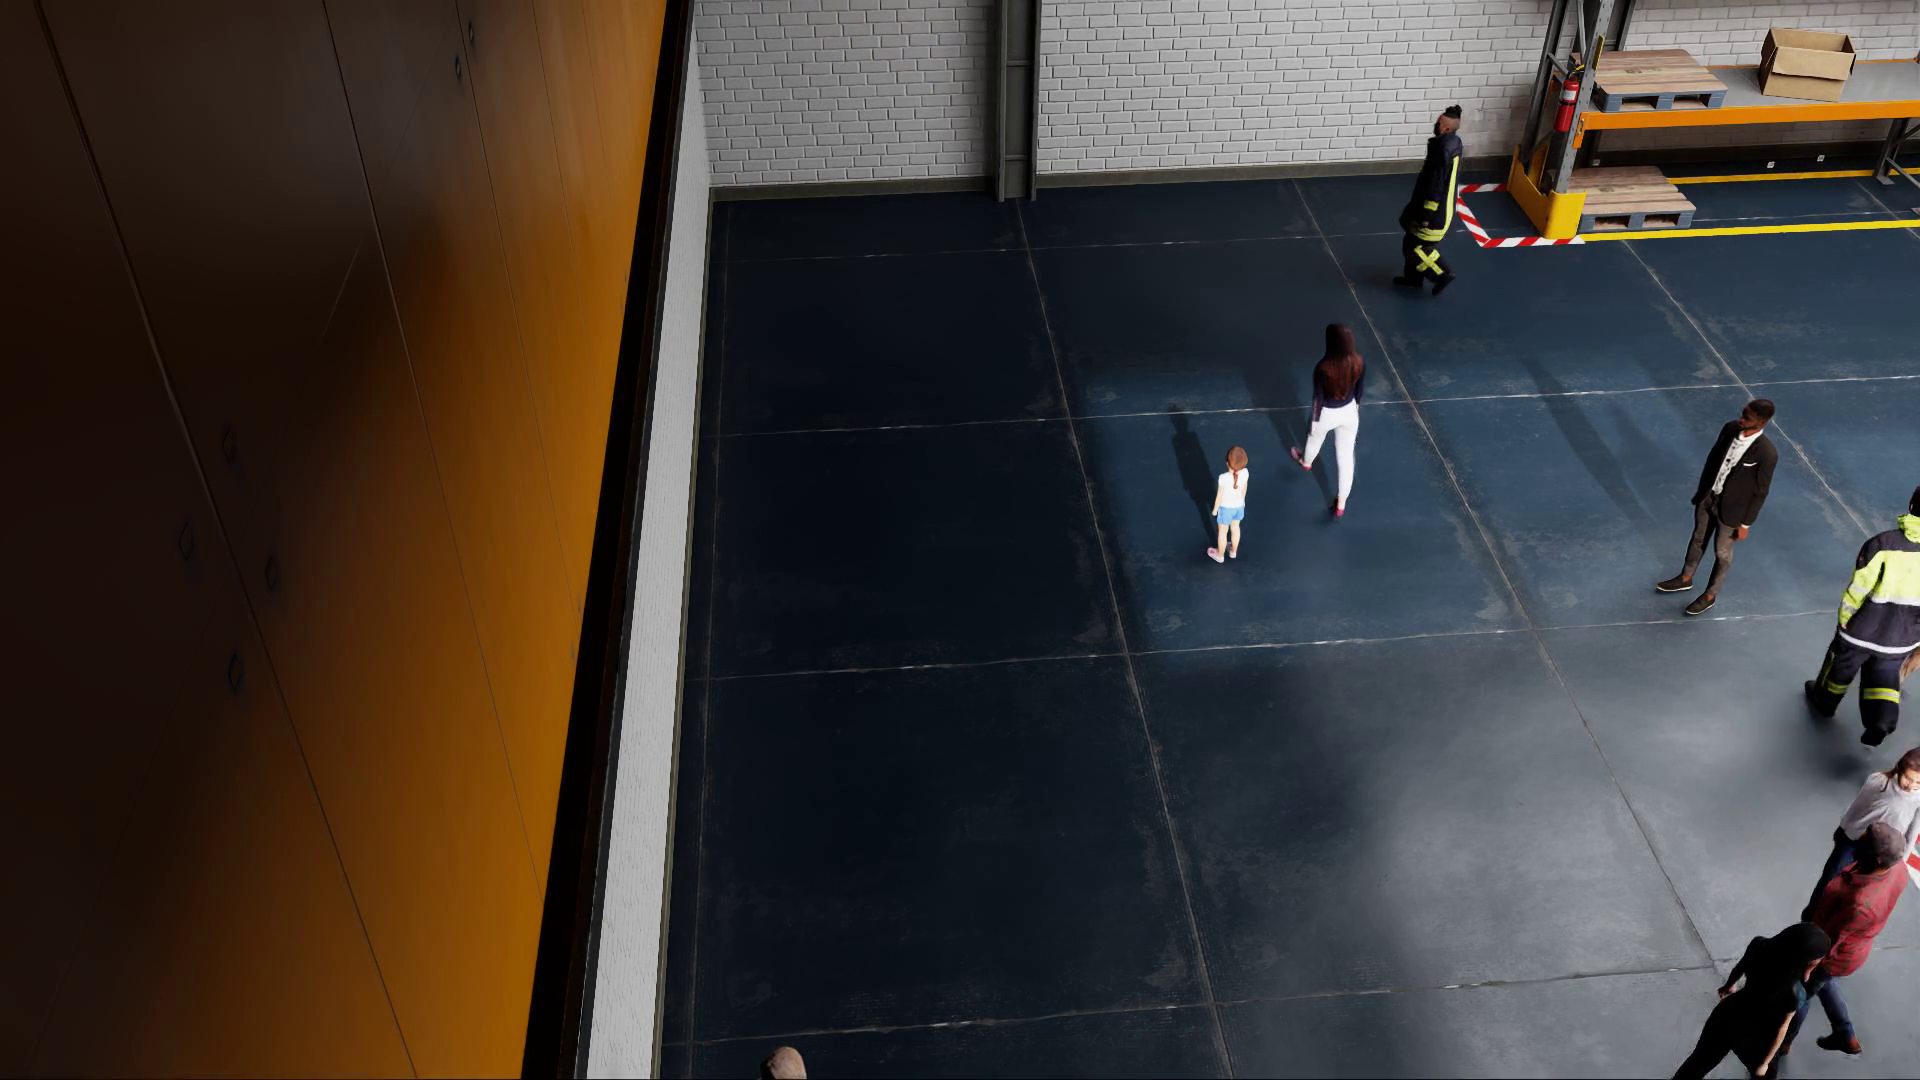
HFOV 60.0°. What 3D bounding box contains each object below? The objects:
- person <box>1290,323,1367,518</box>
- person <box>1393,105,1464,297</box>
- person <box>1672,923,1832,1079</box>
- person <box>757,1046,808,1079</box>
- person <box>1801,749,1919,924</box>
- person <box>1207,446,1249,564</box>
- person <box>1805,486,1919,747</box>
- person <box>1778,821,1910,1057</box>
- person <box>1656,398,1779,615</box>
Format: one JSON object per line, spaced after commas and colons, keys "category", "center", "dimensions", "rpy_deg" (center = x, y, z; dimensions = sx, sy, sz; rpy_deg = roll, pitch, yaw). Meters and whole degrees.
{"category": "person", "center": [2.910, -0.899, 12.860], "dimensions": [1.049, 1.548, 0.754], "rpy_deg": [-5, 39, -7]}
{"category": "person", "center": [4.450, -3.101, 15.377], "dimensions": [1.019, 1.847, 0.959], "rpy_deg": [14, 41, 17]}
{"category": "person", "center": [3.919, 2.524, 8.445], "dimensions": [0.924, 1.706, 0.757], "rpy_deg": [-14, 41, -17]}
{"category": "person", "center": [-0.793, 2.951, 7.875], "dimensions": [0.599, 1.752, 0.700], "rpy_deg": [17, 42, 20]}
{"category": "person", "center": [5.292, 1.705, 9.611], "dimensions": [0.862, 1.532, 0.894], "rpy_deg": [23, 44, 26]}
{"category": "person", "center": [2.029, -0.274, 12.501], "dimensions": [0.418, 1.019, 0.524], "rpy_deg": [-15, 41, -18]}
{"category": "person", "center": [6.026, 0.521, 10.754], "dimensions": [0.997, 1.956, 0.923], "rpy_deg": [2, 39, 3]}
{"category": "person", "center": [4.694, 2.183, 8.784], "dimensions": [0.938, 1.818, 0.989], "rpy_deg": [-29, 47, -31]}
{"category": "person", "center": [5.468, -0.262, 11.859], "dimensions": [0.673, 1.801, 0.720], "rpy_deg": [-14, 41, -17]}
